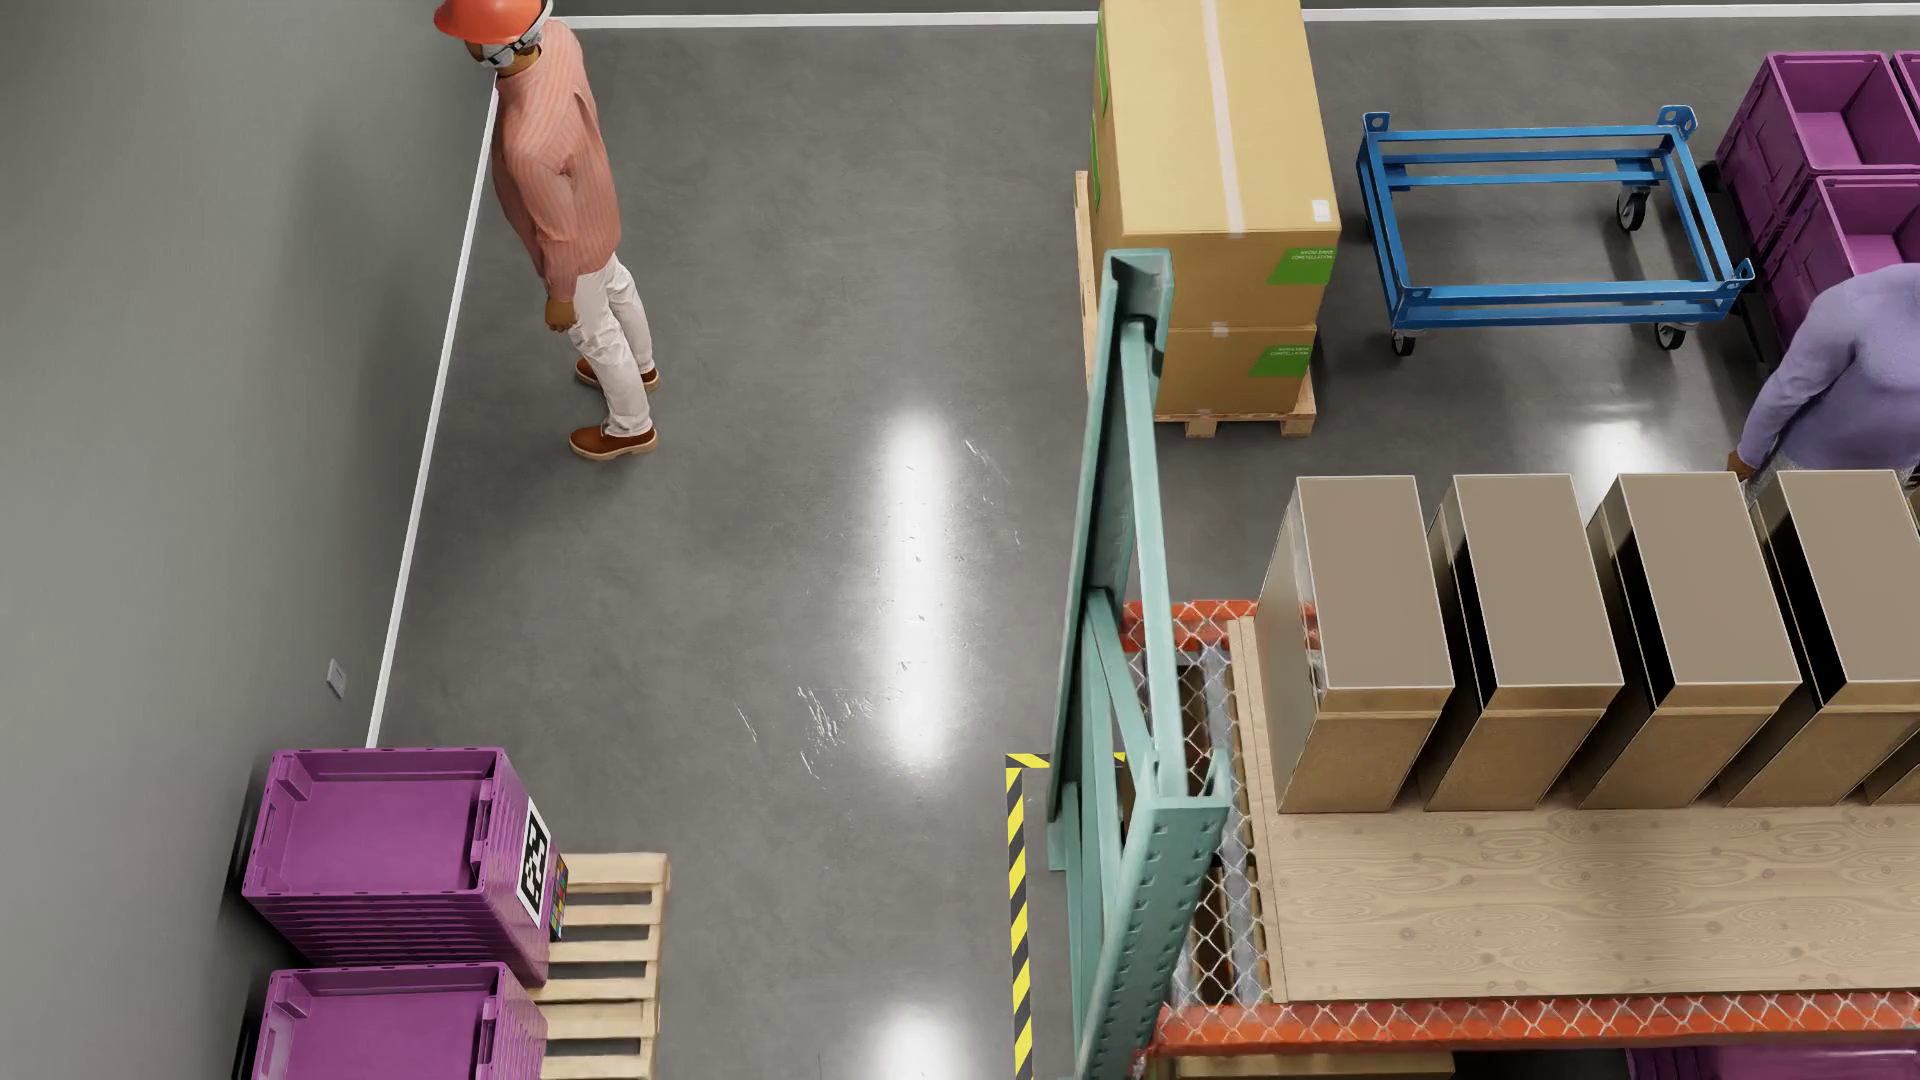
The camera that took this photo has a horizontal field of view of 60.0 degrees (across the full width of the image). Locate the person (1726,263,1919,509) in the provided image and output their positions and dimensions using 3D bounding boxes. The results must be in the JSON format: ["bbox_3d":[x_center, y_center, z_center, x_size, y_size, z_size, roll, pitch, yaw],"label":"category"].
[{"bbox_3d":[2.566,-0.275,4.834,0.637,1.936,0.355,-1,58,0],"label":"person"}]

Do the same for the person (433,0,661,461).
[{"bbox_3d":[-1.251,-0.988,5.251,0.389,1.992,0.625,-1,58,0],"label":"person"}]
